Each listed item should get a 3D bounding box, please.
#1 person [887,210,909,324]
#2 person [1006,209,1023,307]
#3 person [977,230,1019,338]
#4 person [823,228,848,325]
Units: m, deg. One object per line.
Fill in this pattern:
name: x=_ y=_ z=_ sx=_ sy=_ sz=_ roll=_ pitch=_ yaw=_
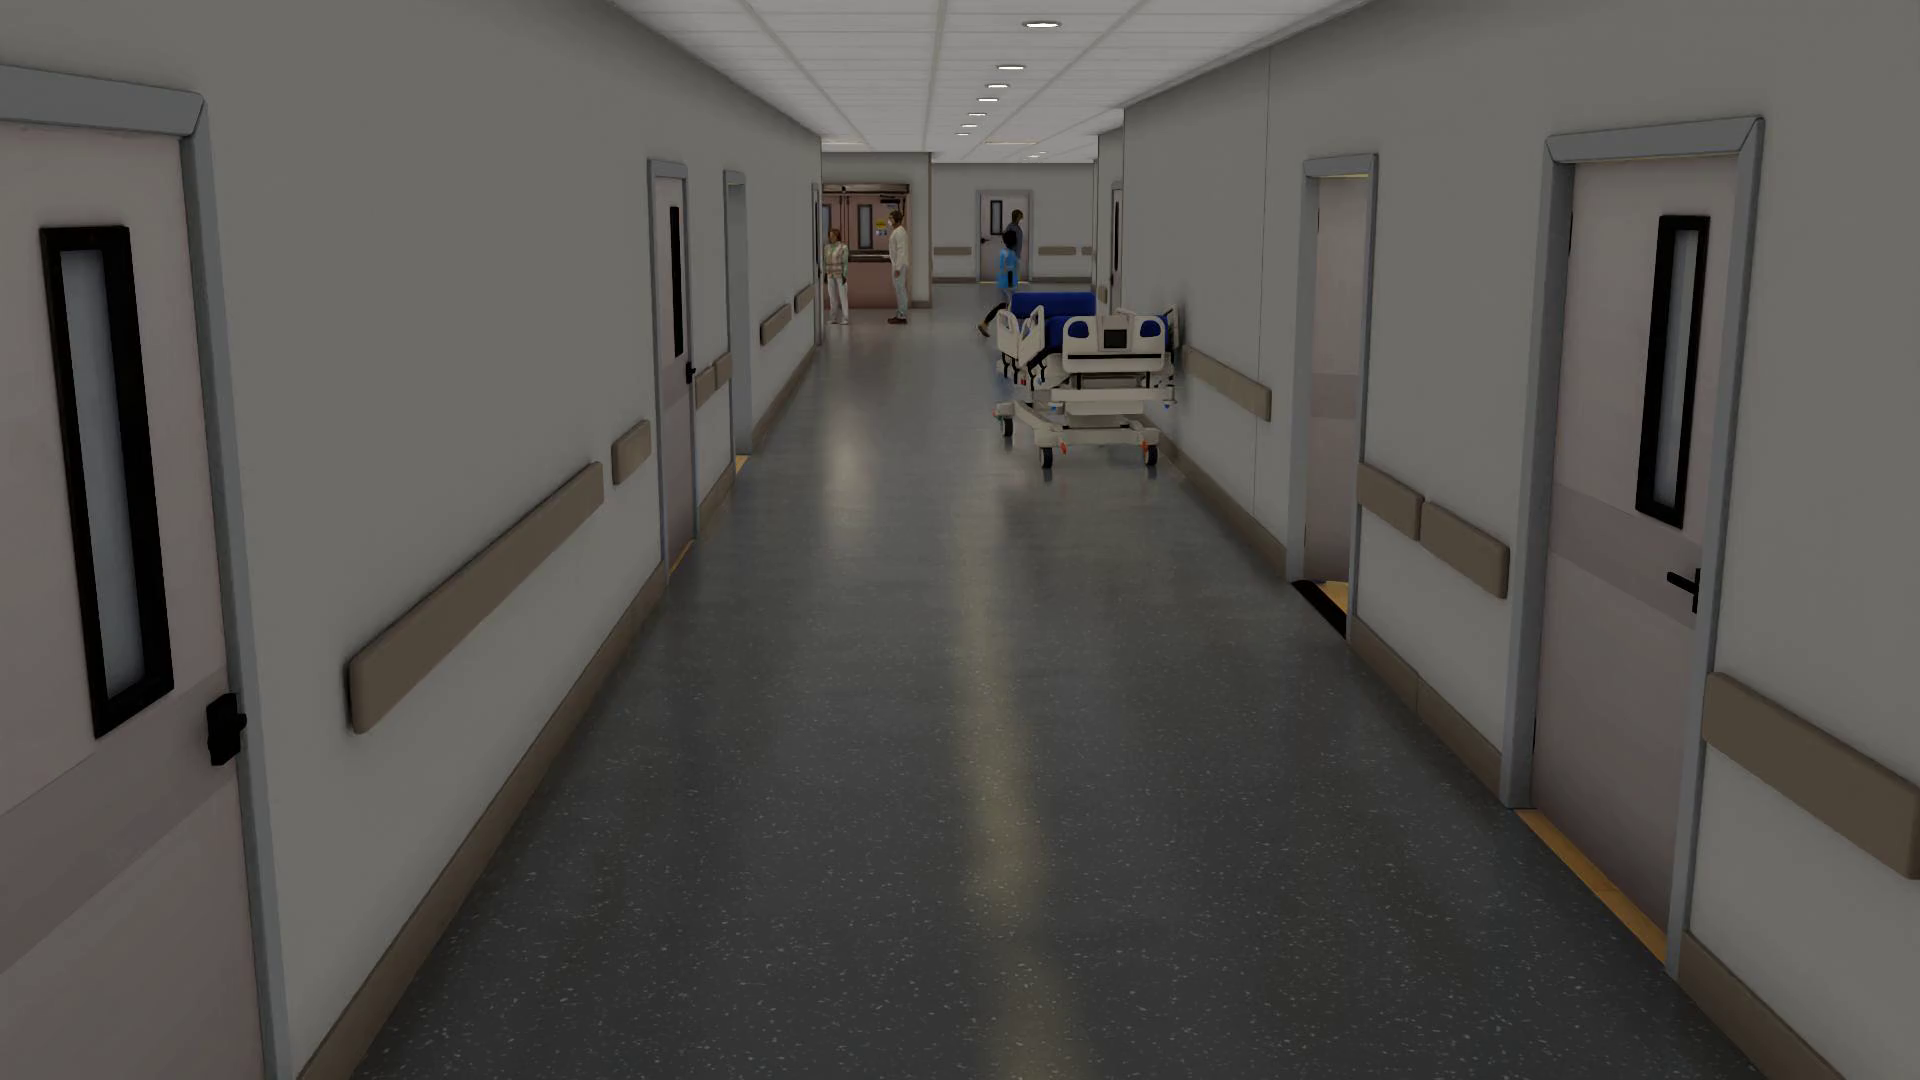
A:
person: x=-1.064 y=-4.674 z=28.521 sx=0.370 sy=1.940 sz=0.627 roll=-1 pitch=12 yaw=-5
person: x=1.079 y=-5.535 z=32.754 sx=0.385 sy=1.928 sz=0.636 roll=3 pitch=12 yaw=16
person: x=0.673 y=-3.908 z=25.456 sx=0.782 sy=1.669 sz=0.537 roll=-4 pitch=12 yaw=-17
person: x=-2.113 y=-4.480 z=28.329 sx=0.517 sy=1.632 sz=0.314 roll=8 pitch=14 yaw=34
